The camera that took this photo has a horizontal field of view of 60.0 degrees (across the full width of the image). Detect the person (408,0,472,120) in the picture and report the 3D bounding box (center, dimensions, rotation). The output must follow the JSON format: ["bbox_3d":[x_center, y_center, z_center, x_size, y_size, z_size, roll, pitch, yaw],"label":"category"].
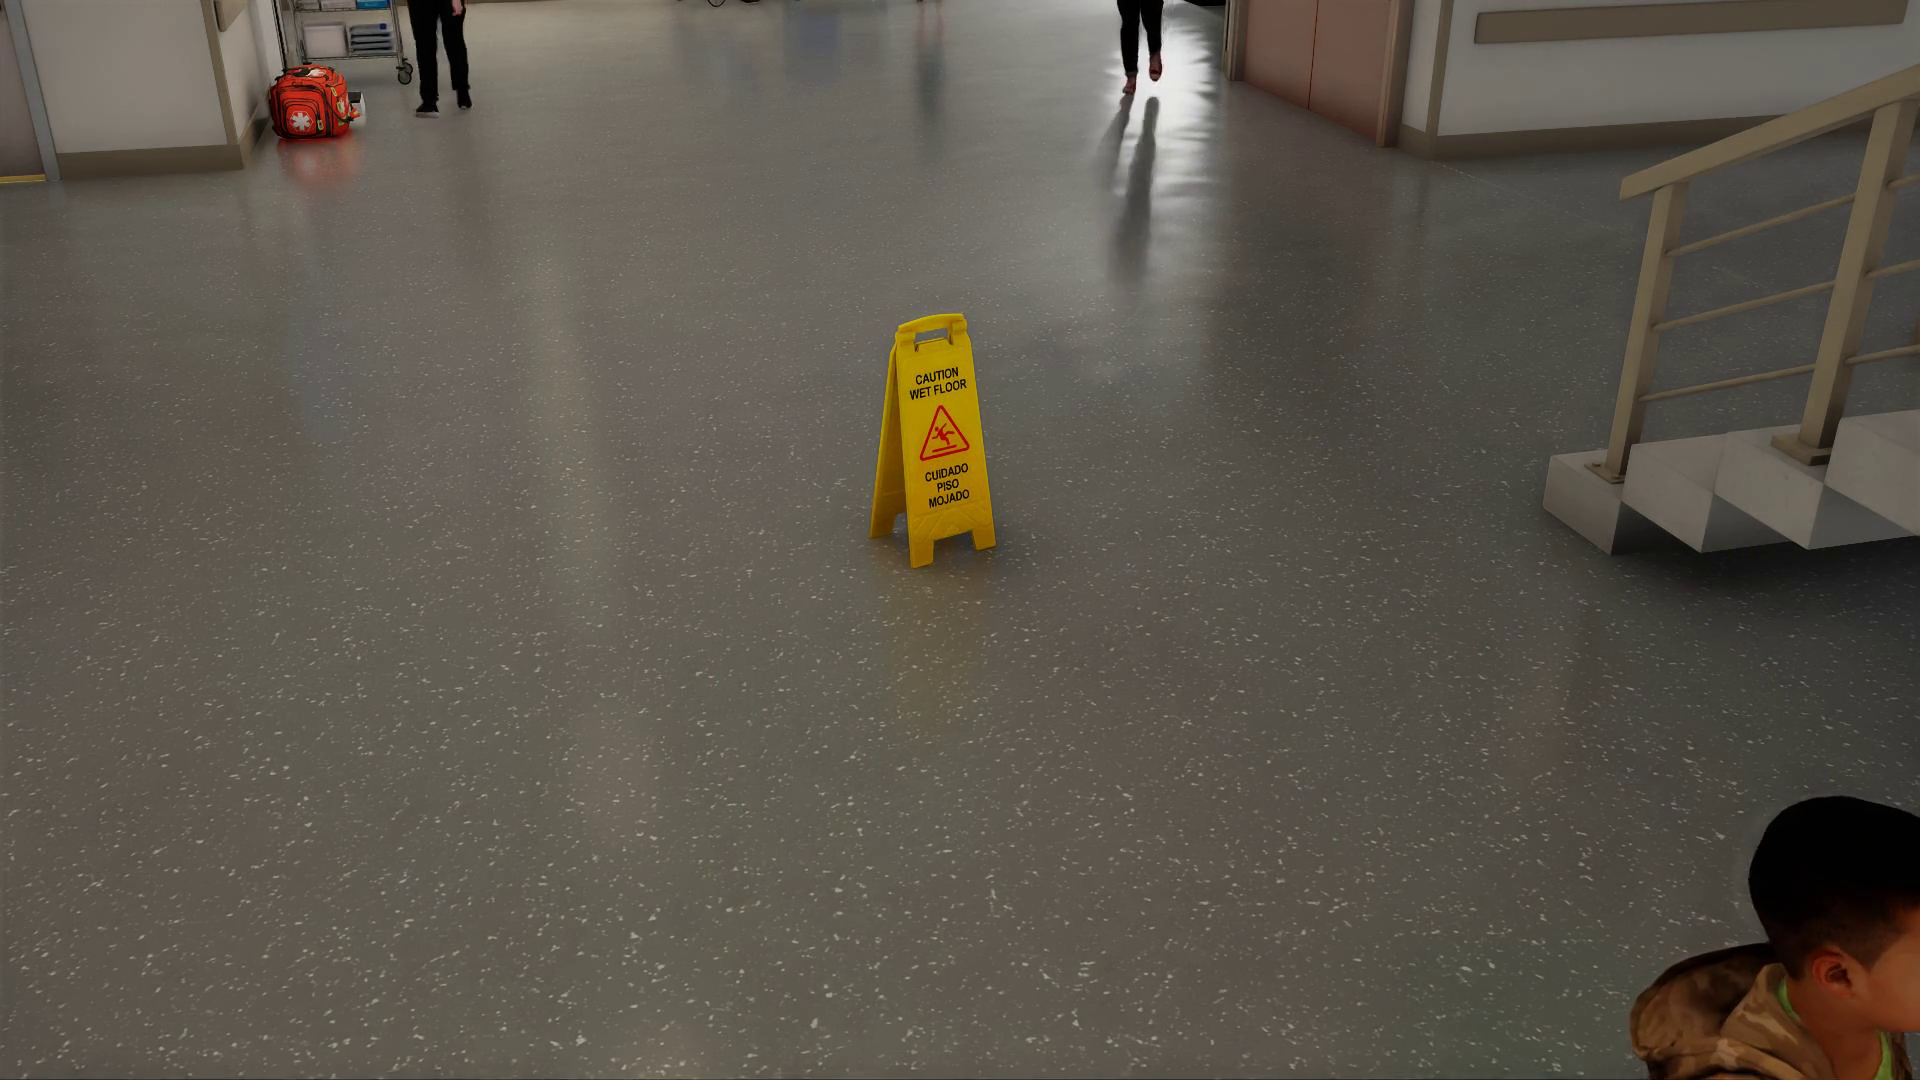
[{"bbox_3d":[-3.604,-3.818,11.545,0.809,1.703,1.084,-1,26,-2],"label":"person"}]

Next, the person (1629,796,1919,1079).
[{"bbox_3d":[0.924,0.933,1.978,0.676,1.455,0.699,-21,33,-37],"label":"person"}]

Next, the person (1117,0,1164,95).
[{"bbox_3d":[1.356,-4.238,12.363,0.837,1.749,0.938,7,27,13],"label":"person"}]
